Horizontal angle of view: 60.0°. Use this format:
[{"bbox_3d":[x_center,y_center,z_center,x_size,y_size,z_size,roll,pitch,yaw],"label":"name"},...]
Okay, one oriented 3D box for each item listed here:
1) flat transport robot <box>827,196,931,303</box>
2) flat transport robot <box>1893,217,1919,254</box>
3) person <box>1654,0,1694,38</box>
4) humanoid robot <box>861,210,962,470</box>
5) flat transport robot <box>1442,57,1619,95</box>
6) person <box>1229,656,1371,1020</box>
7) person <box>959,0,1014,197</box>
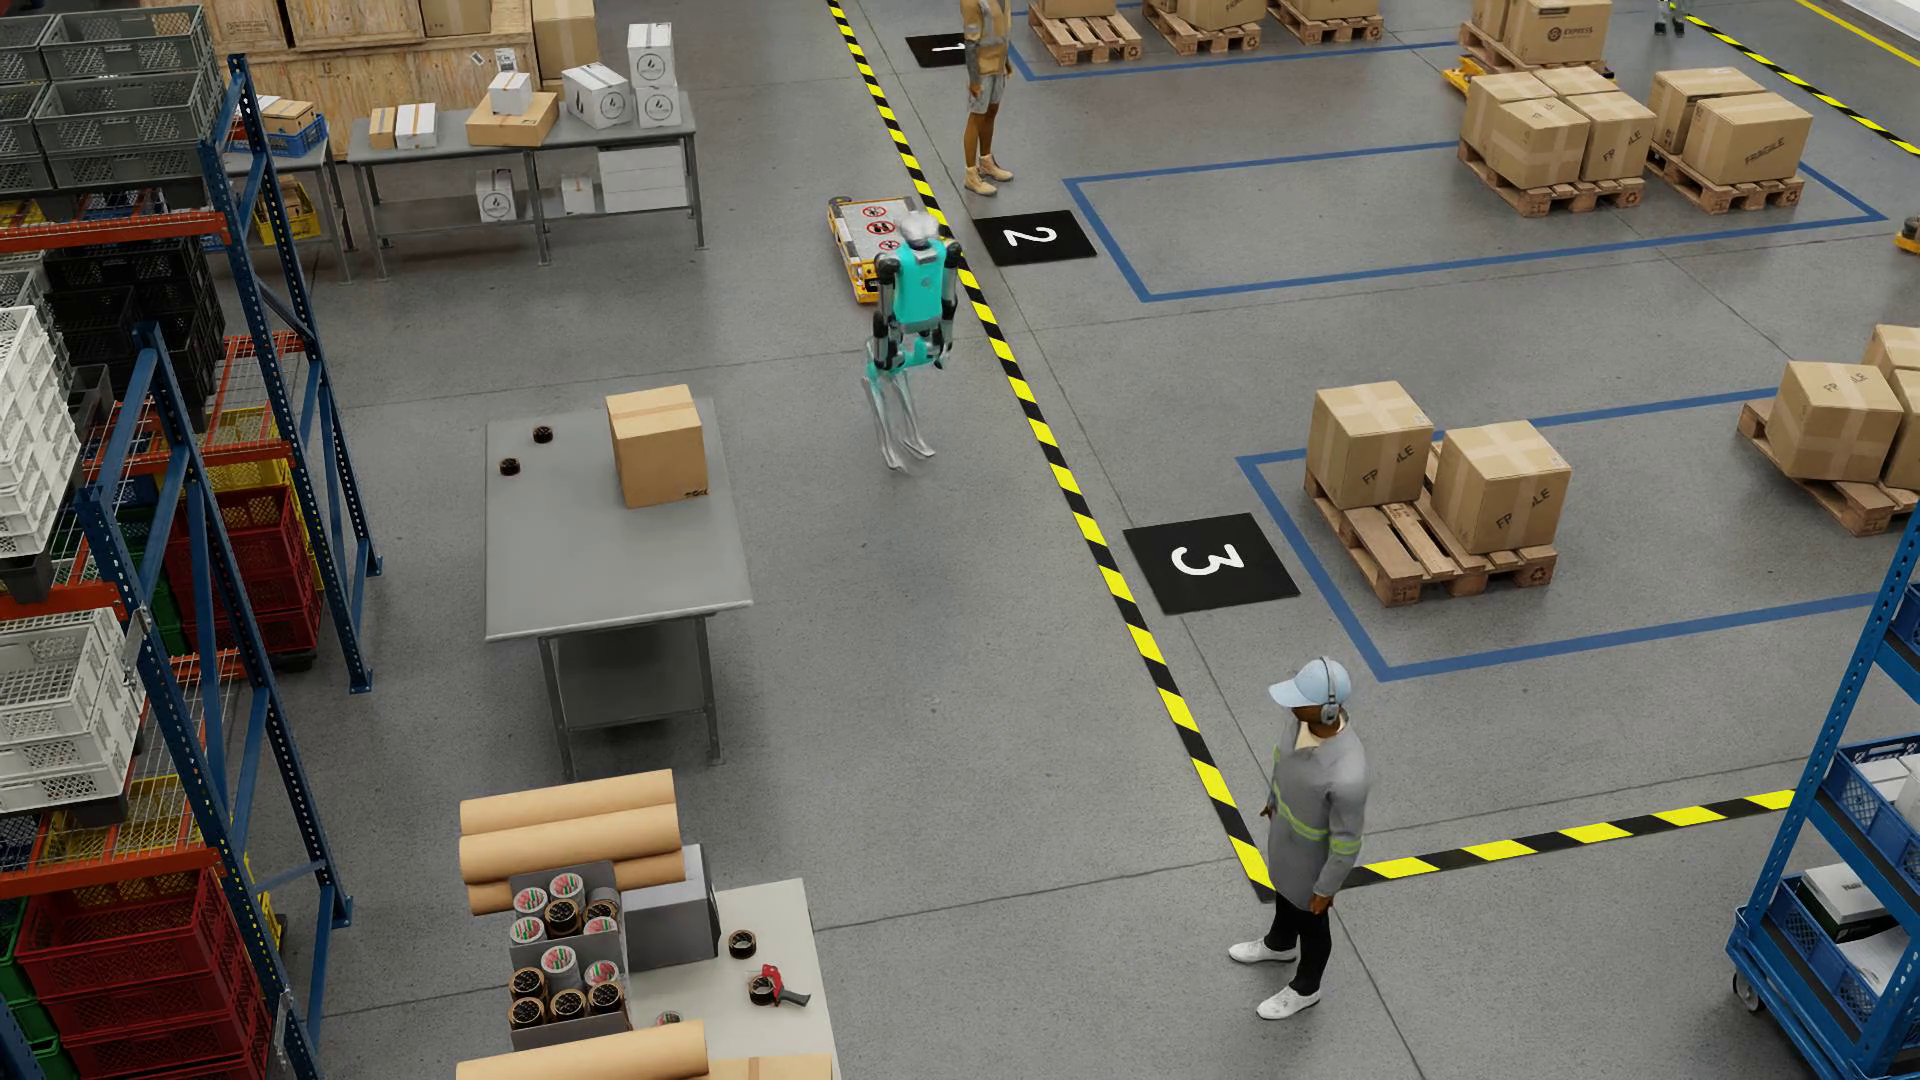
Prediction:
[{"bbox_3d":[-0.570,-2.220,12.538,0.659,0.231,1.431,-8,37,-10],"label":"flat transport robot"},{"bbox_3d":[7.836,-2.131,12.395,0.652,0.197,1.431,-26,44,-30],"label":"flat transport robot"},{"bbox_3d":[6.981,-5.717,15.939,0.614,1.812,0.508,6,37,8],"label":"person"},{"bbox_3d":[-0.361,-1.249,9.890,0.533,1.677,0.735,-19,41,-23],"label":"humanoid robot"},{"bbox_3d":[5.256,-4.301,15.311,1.431,0.197,0.652,-8,37,-10],"label":"flat transport robot"},{"bbox_3d":[1.343,1.190,6.628,0.397,1.850,0.597,-8,37,-10],"label":"person"},{"bbox_3d":[0.245,-3.738,13.103,0.394,2.033,0.604,19,41,24],"label":"person"}]
